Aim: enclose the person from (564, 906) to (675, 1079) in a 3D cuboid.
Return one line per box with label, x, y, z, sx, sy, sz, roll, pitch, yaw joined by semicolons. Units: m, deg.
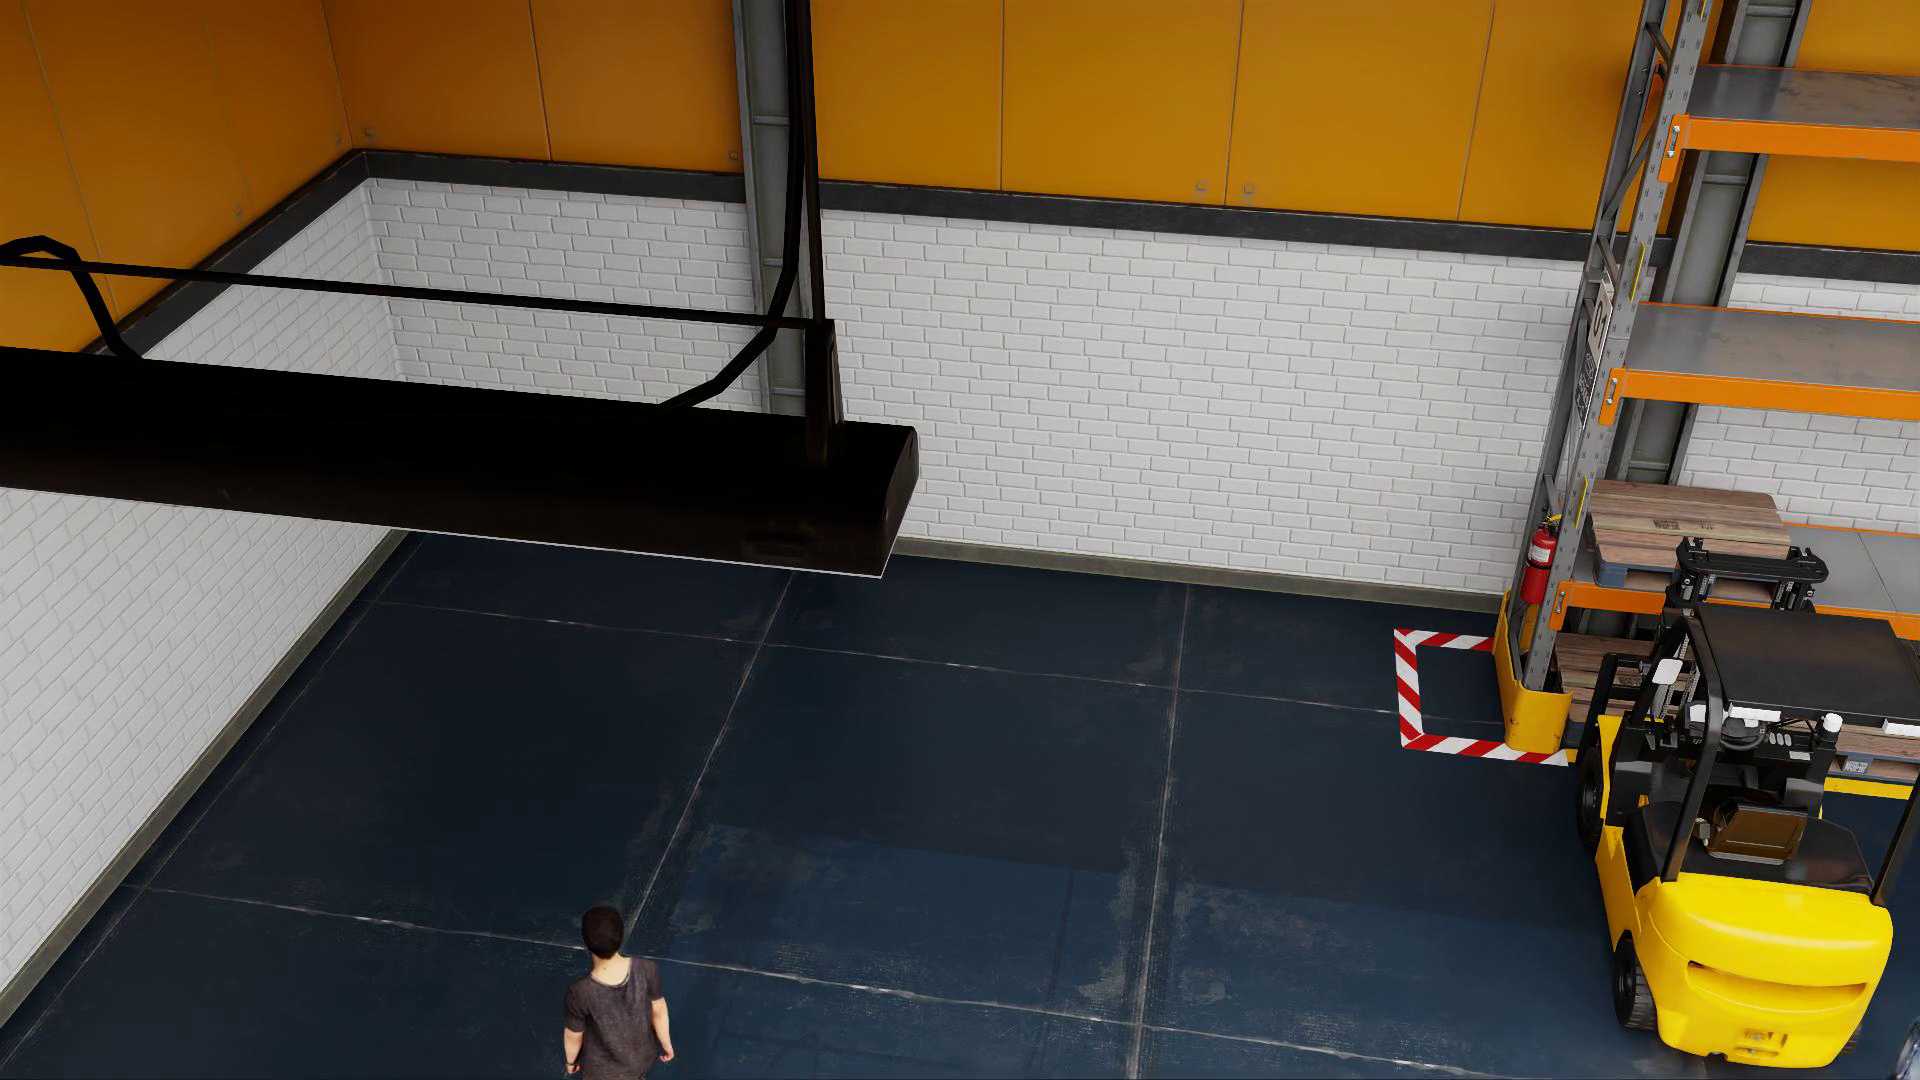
person;-1.596;2.484;7.924;1.054;1.674;1.101;-21;39;-28
